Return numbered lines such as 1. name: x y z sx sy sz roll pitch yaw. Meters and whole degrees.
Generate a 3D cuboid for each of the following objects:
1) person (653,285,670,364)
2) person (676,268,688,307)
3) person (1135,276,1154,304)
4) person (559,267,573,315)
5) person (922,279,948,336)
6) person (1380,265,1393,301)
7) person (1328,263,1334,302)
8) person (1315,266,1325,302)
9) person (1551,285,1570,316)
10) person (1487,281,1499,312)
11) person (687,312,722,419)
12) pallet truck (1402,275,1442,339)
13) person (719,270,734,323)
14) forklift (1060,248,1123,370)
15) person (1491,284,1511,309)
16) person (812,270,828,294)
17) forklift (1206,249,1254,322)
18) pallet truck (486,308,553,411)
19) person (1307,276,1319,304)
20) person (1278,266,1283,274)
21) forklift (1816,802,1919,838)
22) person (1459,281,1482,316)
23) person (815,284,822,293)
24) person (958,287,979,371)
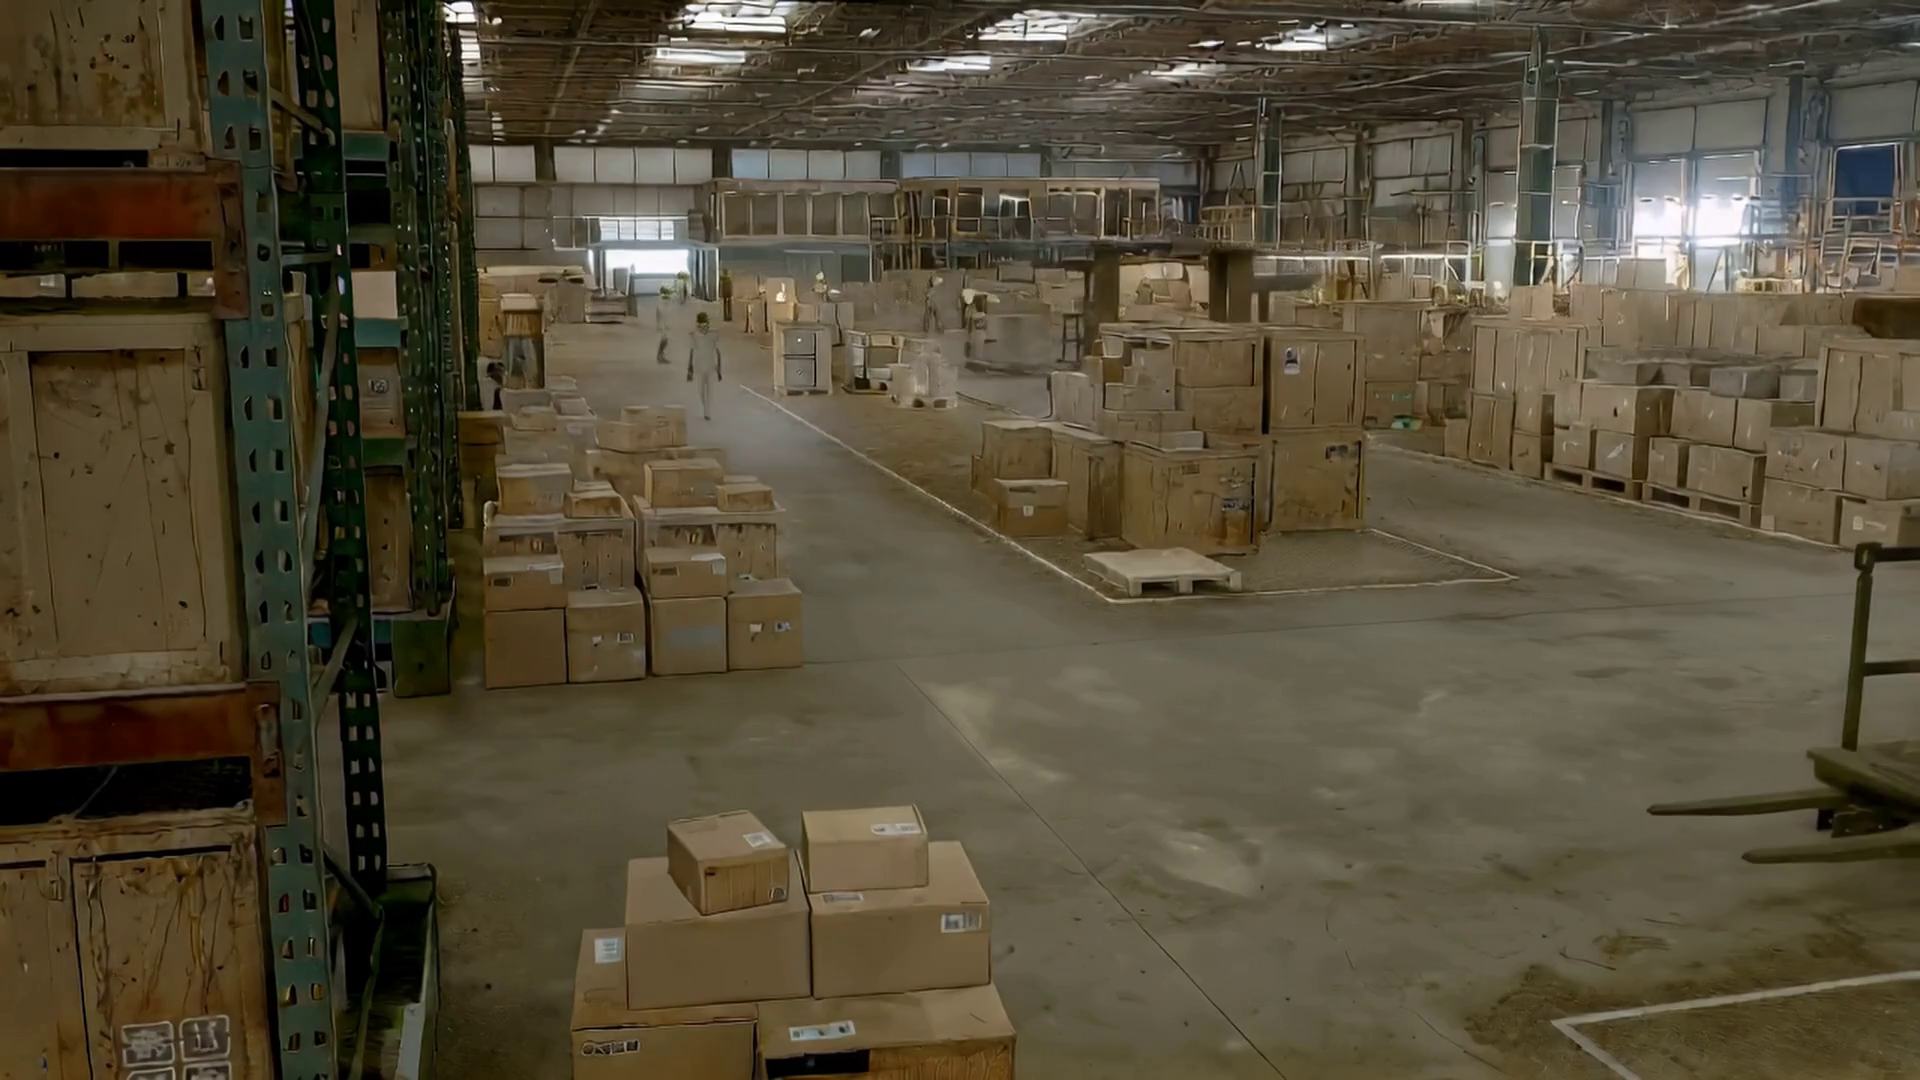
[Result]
1. person: -7.279 -5.274 40.728 0.389 1.930 0.563 2 10 10
2. person: -13.143 -11.945 78.714 0.594 1.864 0.765 -1 10 -4
3. person: 6.005 -7.649 54.225 0.640 1.923 0.670 2 10 13
4. person: -16.283 -10.300 68.913 0.647 2.023 0.641 1 10 8
5. person: -0.854 -7.445 53.361 0.994 1.815 0.537 9 13 42
6. person: 20.736 -12.369 80.852 0.616 1.946 0.392 7 12 33
7. person: 19.245 -13.329 86.153 0.608 1.996 0.382 -6 12 -32
8. person: 17.484 -12.354 80.859 0.584 1.917 0.386 6 12 32
9. person: 14.872 -5.370 41.283 0.594 1.924 0.372 4 11 21
10. person: 18.313 -8.017 56.923 0.548 1.685 0.452 6 12 32
11. person: -4.078 -2.727 26.582 0.539 1.840 0.923 -1 10 -4
12. pallet truck: 14.620 -7.324 52.145 0.823 1.965 1.885 8 13 40
13. person: -8.786 -9.117 62.360 0.429 1.983 0.640 8 13 37
14. forklift: 3.316 -5.131 37.226 1.873 2.768 1.129 -3 10 -15
15. person: 14.629 -5.966 44.897 0.687 1.845 1.030 7 12 36
16. person: -4.897 -8.448 58.387 0.535 2.000 0.684 -4 11 -20
17. forklift: 3.828 -2.775 23.888 1.873 2.768 1.129 -3 10 -15
18. pallet truck: -6.242 -2.418 24.362 0.823 1.965 1.885 1 10 3
19. person: 11.344 -7.524 53.480 0.369 1.931 0.627 8 13 37
20. person: 16.817 -13.594 88.095 0.633 1.840 0.429 -1 10 -6
21. forklift: 5.208 0.108 7.562 1.873 2.768 1.129 -3 10 -15
22. person: 16.078 -7.261 52.369 0.649 1.785 0.966 1 10 4
23. person: -4.313 -6.963 50.887 0.530 1.725 0.906 -1 10 -8
24. person: 0.277 -4.839 38.218 0.564 1.945 0.630 -1 10 -7
